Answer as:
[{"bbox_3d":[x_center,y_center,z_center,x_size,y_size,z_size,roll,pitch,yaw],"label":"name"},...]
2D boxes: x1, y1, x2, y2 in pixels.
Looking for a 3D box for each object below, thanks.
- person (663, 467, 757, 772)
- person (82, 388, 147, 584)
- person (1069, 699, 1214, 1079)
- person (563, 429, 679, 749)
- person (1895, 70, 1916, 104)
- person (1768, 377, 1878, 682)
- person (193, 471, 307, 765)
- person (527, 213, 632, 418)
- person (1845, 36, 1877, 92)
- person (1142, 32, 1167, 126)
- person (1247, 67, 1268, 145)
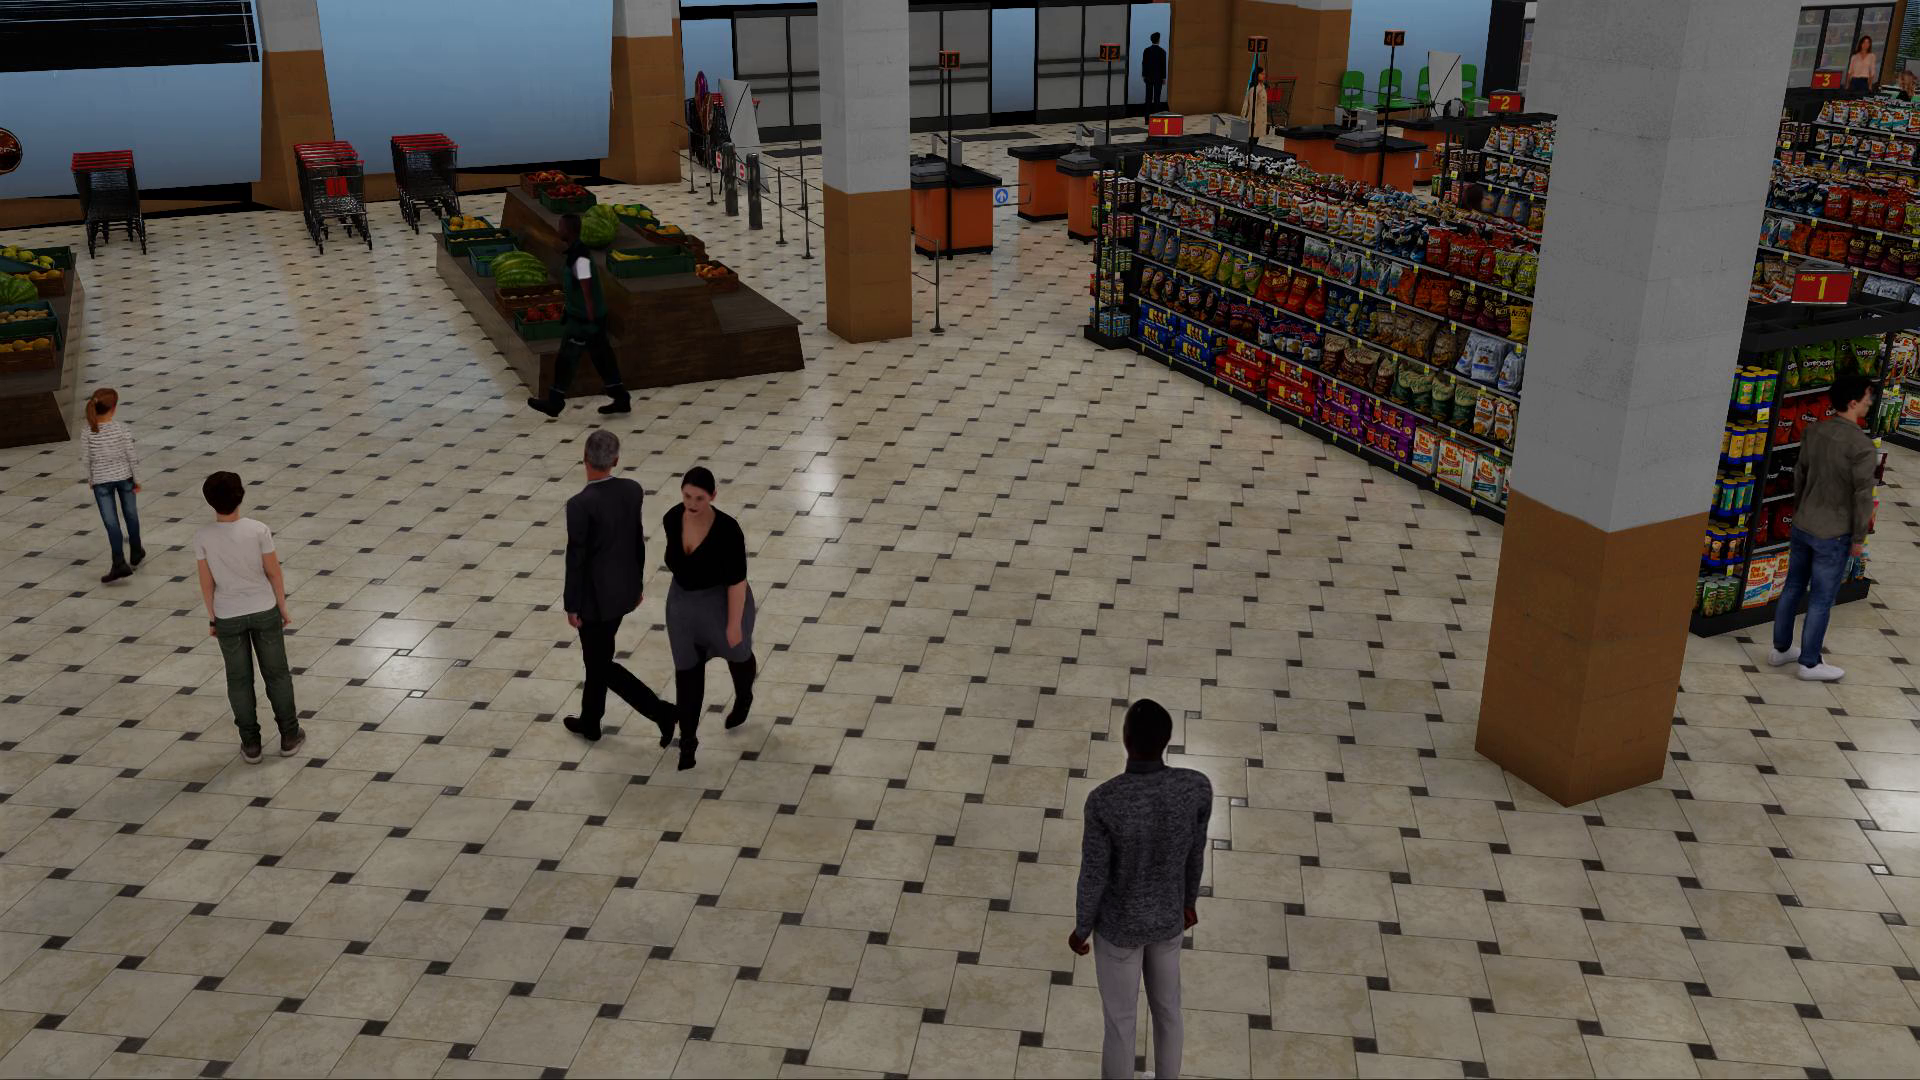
[{"bbox_3d":[-1.328,0.364,9.067,1.080,1.687,1.156,10,24,23],"label":"person"},{"bbox_3d":[-5.823,-0.362,11.428,0.582,1.275,0.815,-15,27,-34],"label":"person"},{"bbox_3d":[0.679,1.425,6.226,0.689,1.839,0.544,-9,23,-20],"label":"person"},{"bbox_3d":[-1.864,0.324,9.026,1.231,1.794,1.105,10,24,24],"label":"person"},{"bbox_3d":[14.296,-6.169,25.232,0.898,1.759,1.274,-20,29,-40],"label":"person"},{"bbox_3d":[5.133,-0.071,9.909,0.784,1.868,0.566,-7,23,-17],"label":"person"},{"bbox_3d":[-3.853,0.414,8.988,0.569,1.655,0.533,-8,23,-20],"label":"person"},{"bbox_3d":[-3.209,-1.946,14.684,0.935,1.786,1.141,-6,23,-14],"label":"person"},{"bbox_3d":[16.595,-8.376,30.715,1.089,1.764,1.114,9,24,21],"label":"person"},{"bbox_3d":[3.731,-8.891,32.049,0.673,1.725,0.771,11,24,26],"label":"person"},{"bbox_3d":[4.757,-6.762,26.809,0.734,1.682,0.709,11,24,26],"label":"person"}]
